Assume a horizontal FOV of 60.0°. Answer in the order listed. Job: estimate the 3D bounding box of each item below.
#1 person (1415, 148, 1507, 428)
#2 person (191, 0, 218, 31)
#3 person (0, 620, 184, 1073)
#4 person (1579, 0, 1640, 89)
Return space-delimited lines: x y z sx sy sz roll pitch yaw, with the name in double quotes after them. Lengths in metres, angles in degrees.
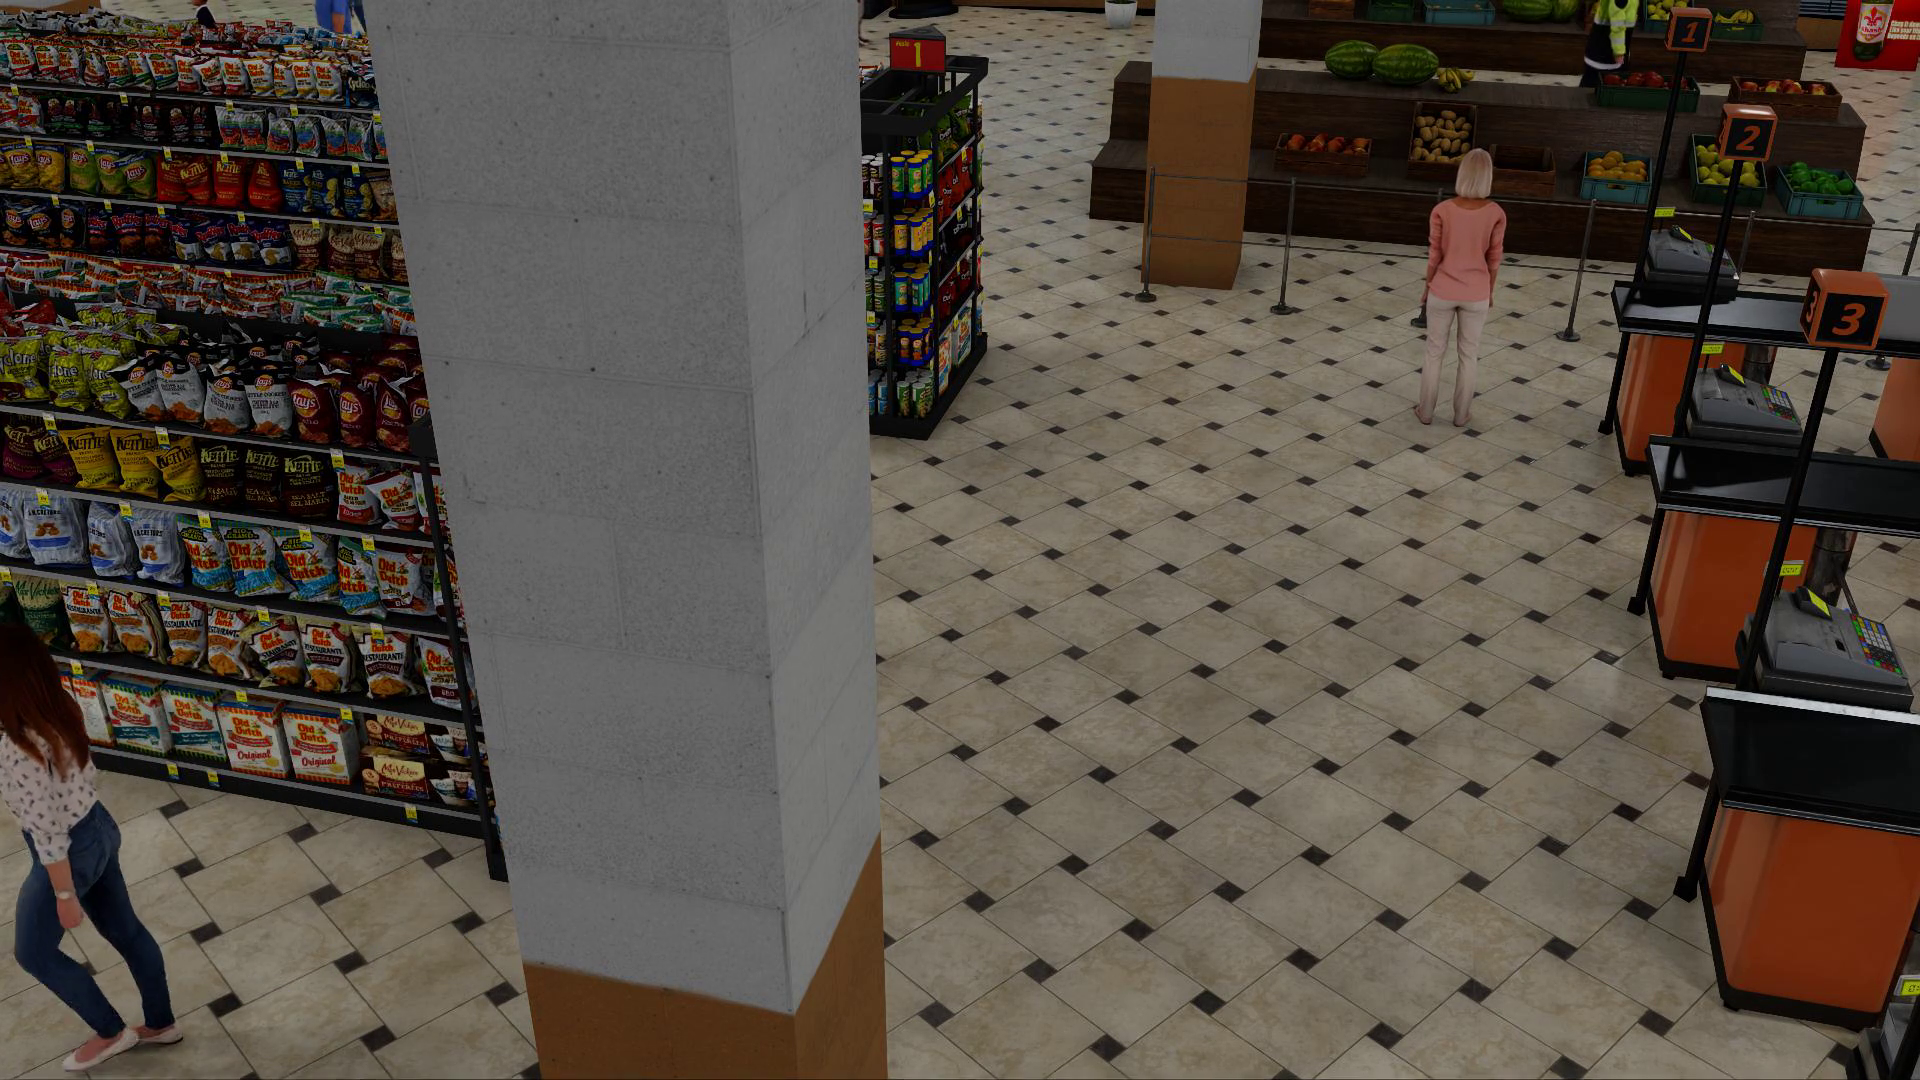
3.029 -1.520 10.097 0.453 1.724 0.657 6 29 12 "person"
-7.821 -5.200 17.361 0.600 1.222 0.572 -8 30 -14 "person"
-2.814 1.021 5.448 0.723 1.721 0.707 -3 29 -6 "person"
6.023 -4.682 15.647 1.008 1.955 0.875 13 31 22 "person"
